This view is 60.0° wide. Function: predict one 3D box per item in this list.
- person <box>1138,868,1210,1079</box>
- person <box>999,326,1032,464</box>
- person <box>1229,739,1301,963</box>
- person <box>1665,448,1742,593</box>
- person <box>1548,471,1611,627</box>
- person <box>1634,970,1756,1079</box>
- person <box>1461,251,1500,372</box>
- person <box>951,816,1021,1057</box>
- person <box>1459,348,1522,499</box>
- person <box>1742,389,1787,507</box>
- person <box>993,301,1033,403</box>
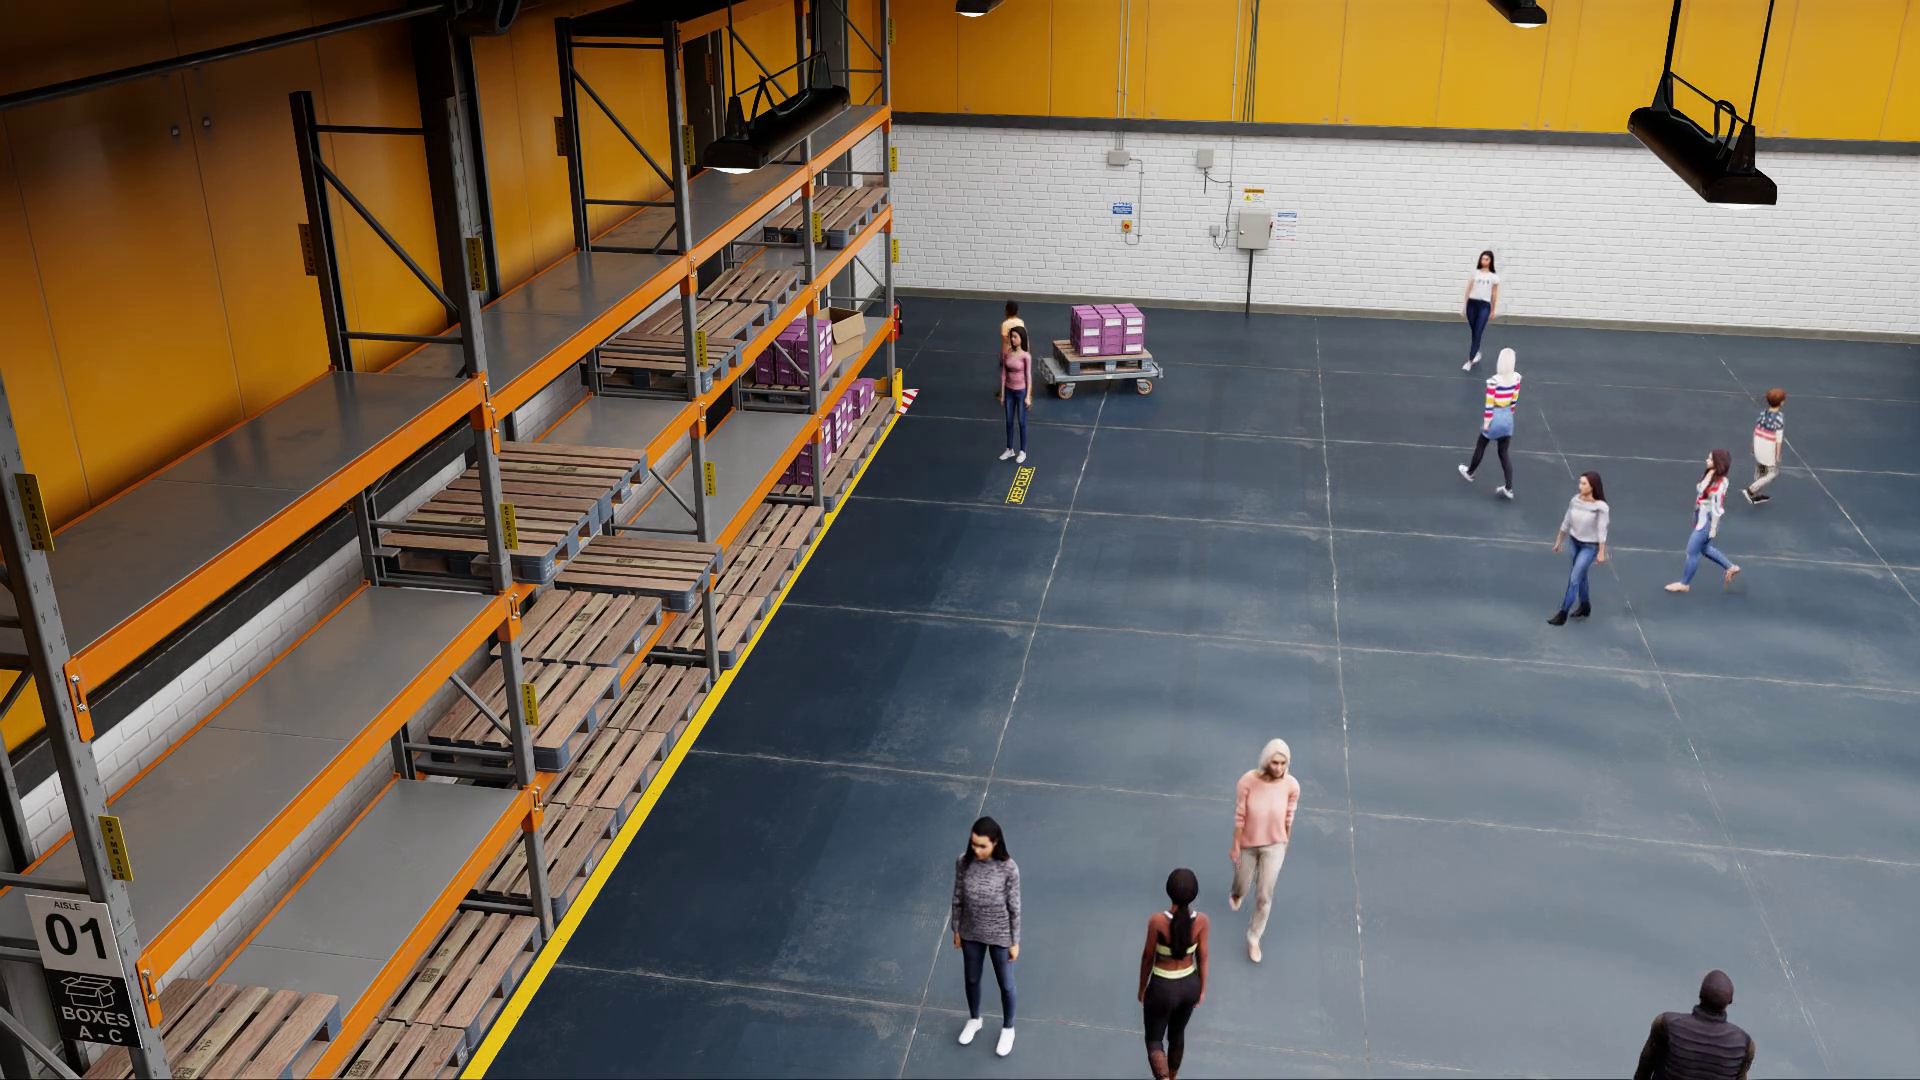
[{"bbox_3d":[1.309,2.821,10.147,0.744,1.739,0.992,-3,24,-6],"label":"person"},{"bbox_3d":[0.715,-1.836,20.796,0.648,1.742,0.649,17,29,33],"label":"person"},{"bbox_3d":[2.123,2.115,11.802,0.672,1.706,0.913,3,24,6],"label":"person"},{"bbox_3d":[7.801,-0.178,17.188,0.700,1.593,0.914,2,24,5],"label":"person"},{"bbox_3d":[6.289,0.068,16.609,0.953,1.606,0.934,-10,26,-22],"label":"person"},{"bbox_3d":[3.984,3.208,9.180,0.700,1.804,1.134,4,24,10],"label":"person"},{"bbox_3d":[7.602,-3.356,24.292,0.942,1.727,1.199,17,29,34],"label":"person"},{"bbox_3d":[0.188,2.537,10.805,0.650,1.731,0.577,8,25,18],"label":"person"},{"bbox_3d":[6.430,-1.352,19.668,1.033,1.759,1.232,-8,25,-18],"label":"person"},{"bbox_3d":[9.394,-1.062,19.413,0.801,1.432,0.787,-9,25,-20],"label":"person"},{"bbox_3d":[0.752,-2.528,22.758,0.918,1.439,1.015,-13,27,-28],"label":"person"}]
